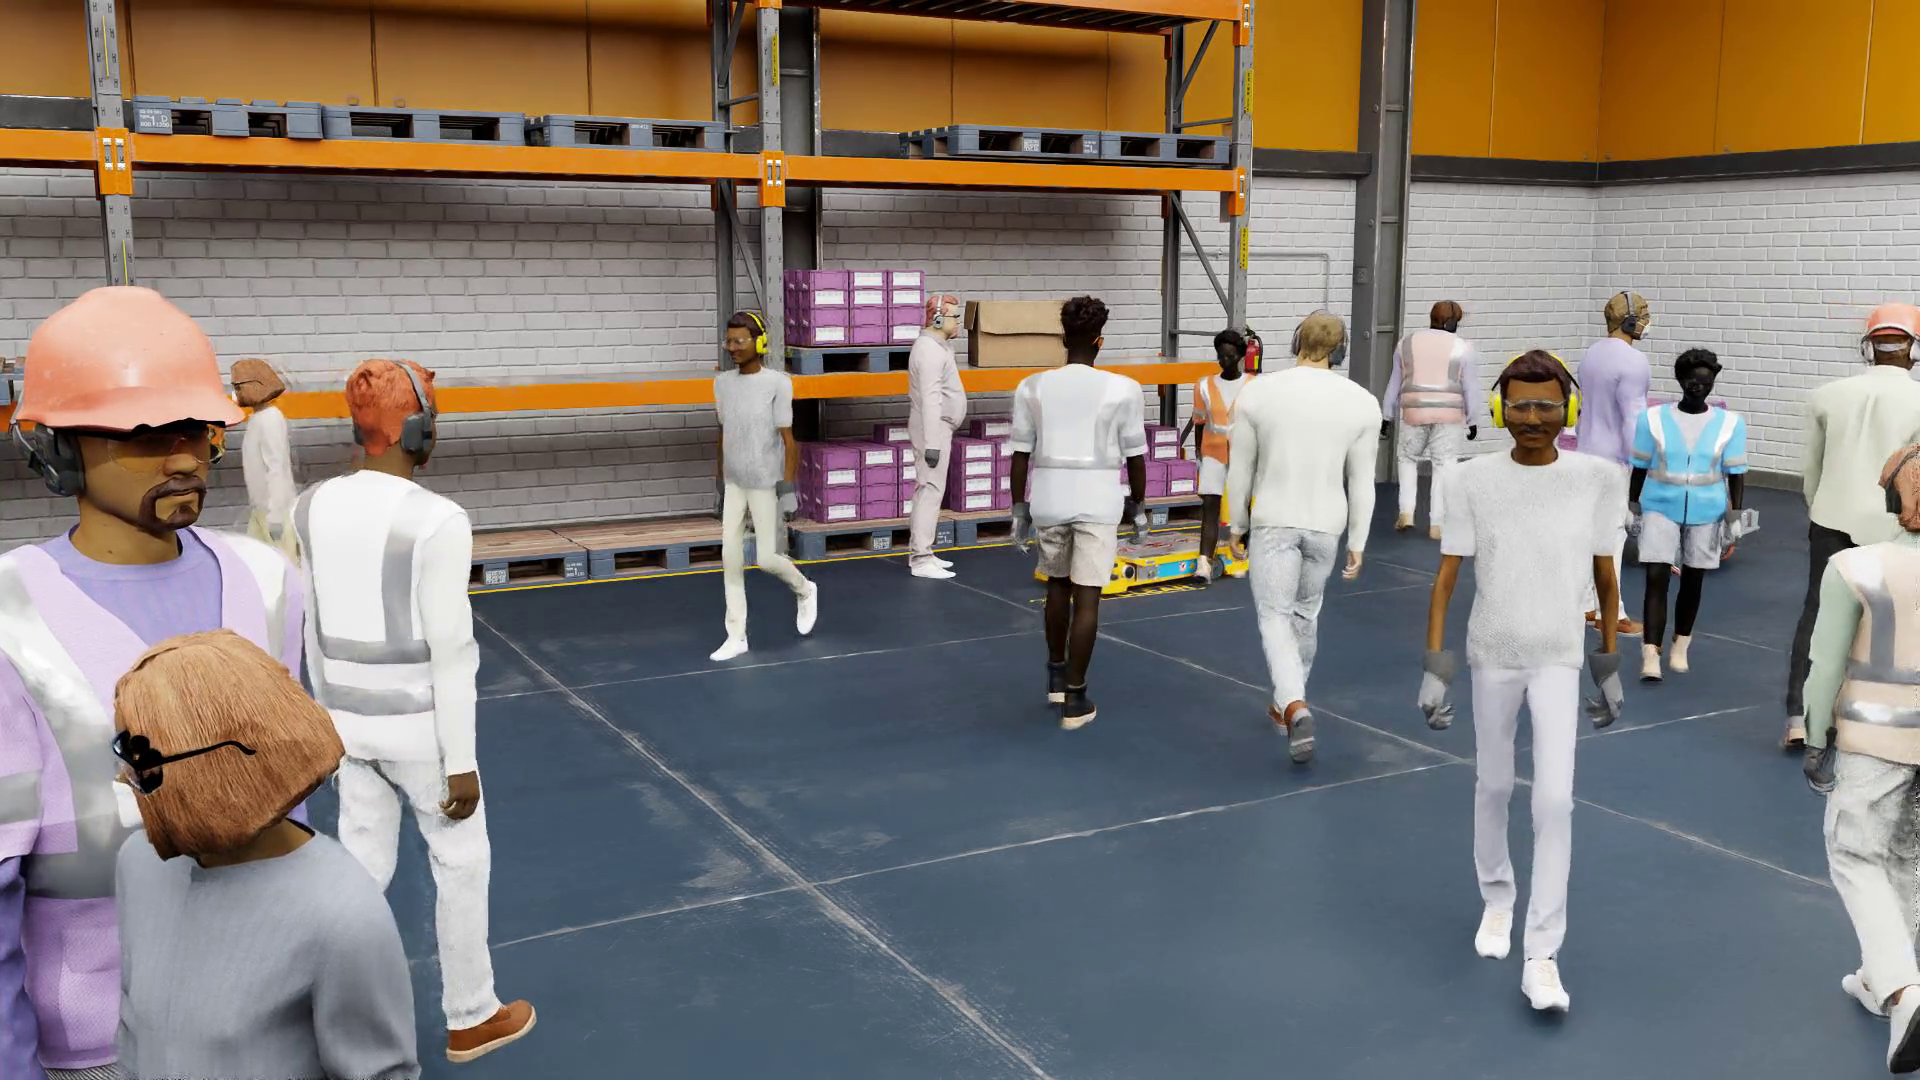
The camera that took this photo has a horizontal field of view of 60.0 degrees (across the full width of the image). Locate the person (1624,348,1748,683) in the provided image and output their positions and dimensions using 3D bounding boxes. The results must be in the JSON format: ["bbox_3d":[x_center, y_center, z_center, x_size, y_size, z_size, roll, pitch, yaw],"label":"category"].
[{"bbox_3d":[3.600,-0.108,8.247,0.545,1.659,0.808,3,10,19],"label":"person"}]

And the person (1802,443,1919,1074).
[{"bbox_3d":[2.497,0.562,4.349,0.523,1.618,0.686,1,9,6],"label":"person"}]

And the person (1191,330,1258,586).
[{"bbox_3d":[1.751,-0.525,10.810,0.546,1.648,0.860,3,10,16],"label":"person"}]

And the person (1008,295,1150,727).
[{"bbox_3d":[0.568,-0.148,7.687,0.613,1.940,0.744,4,10,22],"label":"person"}]

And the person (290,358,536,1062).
[{"bbox_3d":[-1.449,0.484,4.110,0.583,1.858,0.816,5,11,28],"label":"person"}]

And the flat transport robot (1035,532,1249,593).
[{"bbox_3d":[1.249,0.134,11.038,1.431,0.197,0.652,-7,12,-37],"label":"flat transport robot"}]

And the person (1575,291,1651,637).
[{"bbox_3d":[3.691,-0.432,9.418,0.378,1.940,0.628,-1,9,-5],"label":"person"}]

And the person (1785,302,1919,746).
[{"bbox_3d":[3.908,-0.059,7.220,1.061,1.937,0.621,-8,13,-42],"label":"person"}]

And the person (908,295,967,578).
[{"bbox_3d":[-0.150,-0.694,11.187,0.395,1.895,0.654,0,9,-2],"label":"person"}]

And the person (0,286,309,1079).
[{"bbox_3d":[-1.153,0.661,2.441,0.374,2.044,0.607,4,10,23],"label":"person"}]

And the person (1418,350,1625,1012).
[{"bbox_3d":[1.604,0.388,4.735,0.573,1.833,0.869,3,10,17],"label":"person"}]

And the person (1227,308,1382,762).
[{"bbox_3d":[1.467,-0.030,7.090,0.639,1.905,0.906,0,9,3],"label":"person"}]

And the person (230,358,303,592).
[{"bbox_3d":[-3.521,-0.154,8.721,0.721,1.604,0.541,-6,11,-30],"label":"person"}]

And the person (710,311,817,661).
[{"bbox_3d":[-1.073,-0.302,8.930,0.524,1.853,0.696,5,11,29],"label":"person"}]

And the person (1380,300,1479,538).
[{"bbox_3d":[3.600,-0.927,12.790,0.759,1.821,0.457,4,10,23],"label":"person"}]

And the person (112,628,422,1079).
[{"bbox_3d":[-0.901,0.912,2.154,0.501,1.632,0.285,5,11,30],"label":"person"}]
